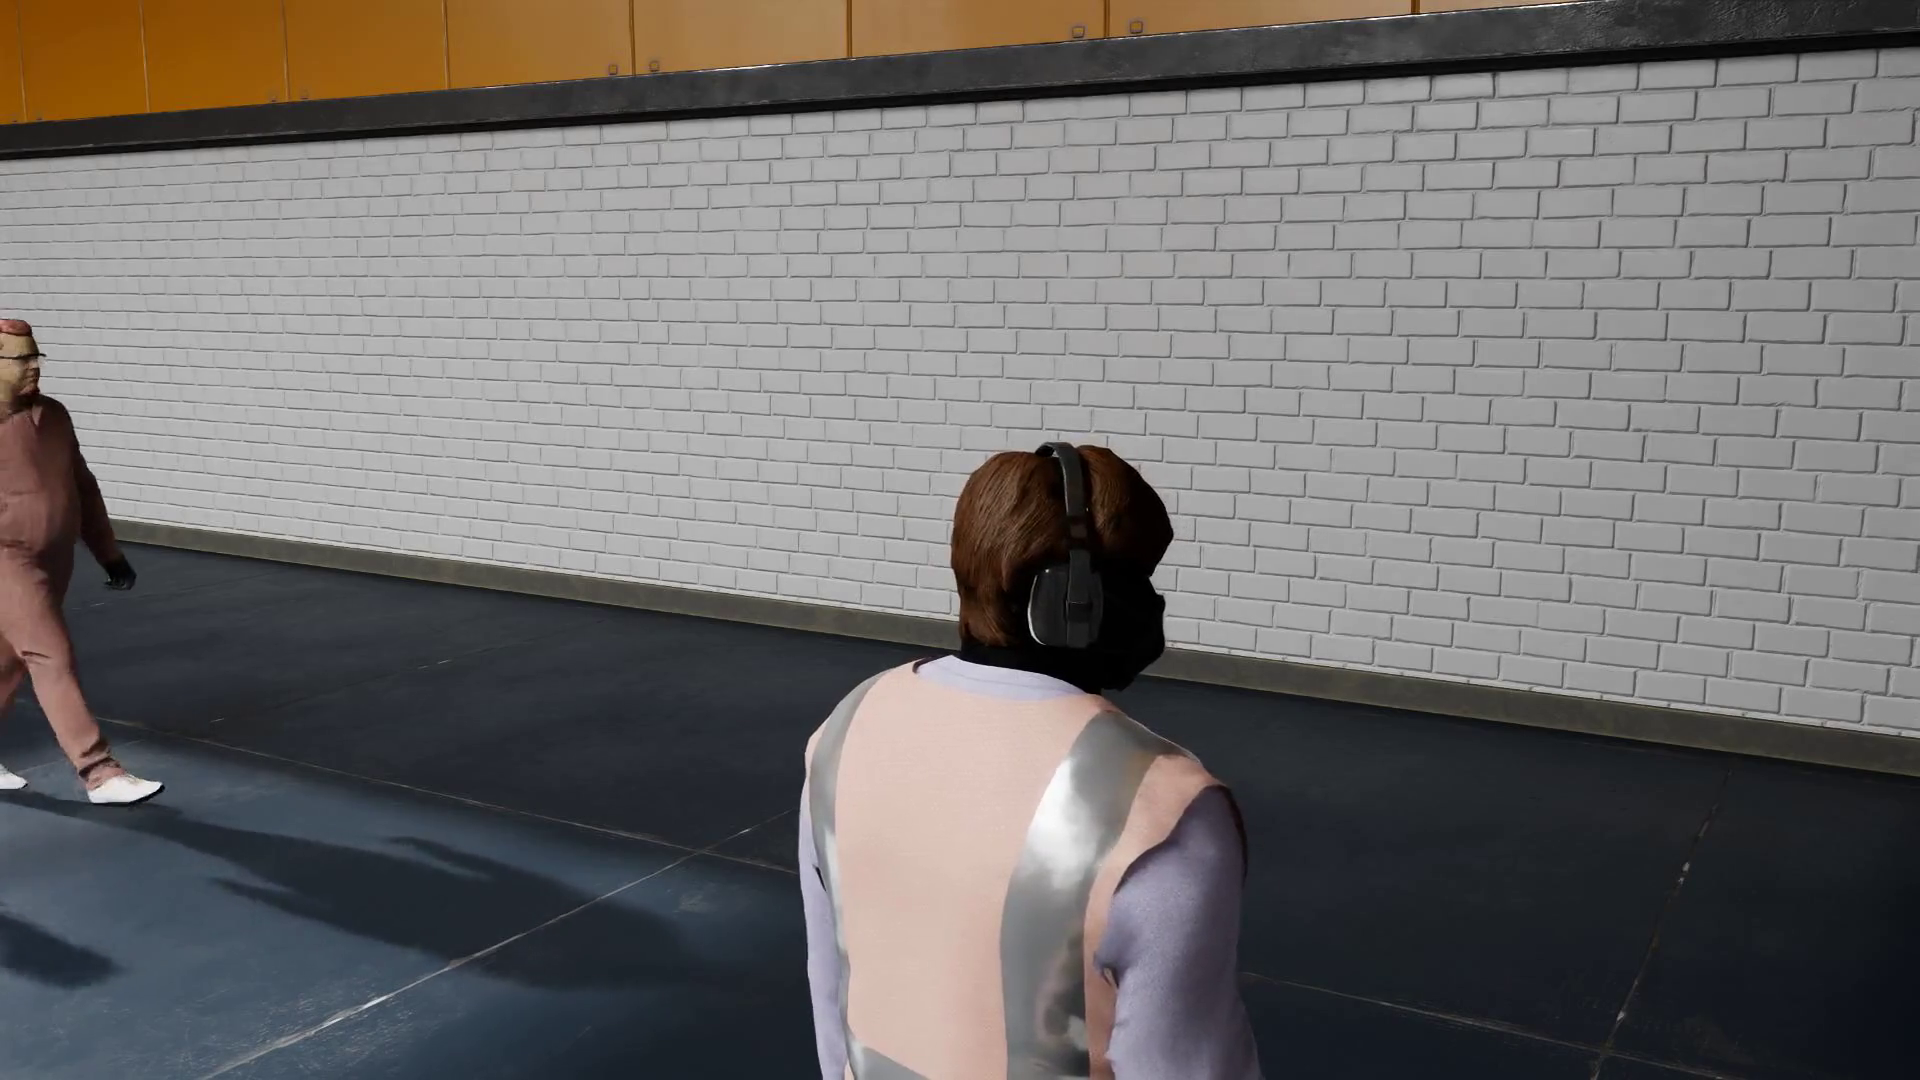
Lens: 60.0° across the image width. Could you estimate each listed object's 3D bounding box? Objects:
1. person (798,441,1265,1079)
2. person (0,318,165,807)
[{"bbox_3d":[0.092,0.806,1.924,0.430,1.841,0.624,-8,12,-41],"label":"person"},{"bbox_3d":[-3.543,0.090,6.340,0.989,1.858,0.651,1,9,6],"label":"person"}]
